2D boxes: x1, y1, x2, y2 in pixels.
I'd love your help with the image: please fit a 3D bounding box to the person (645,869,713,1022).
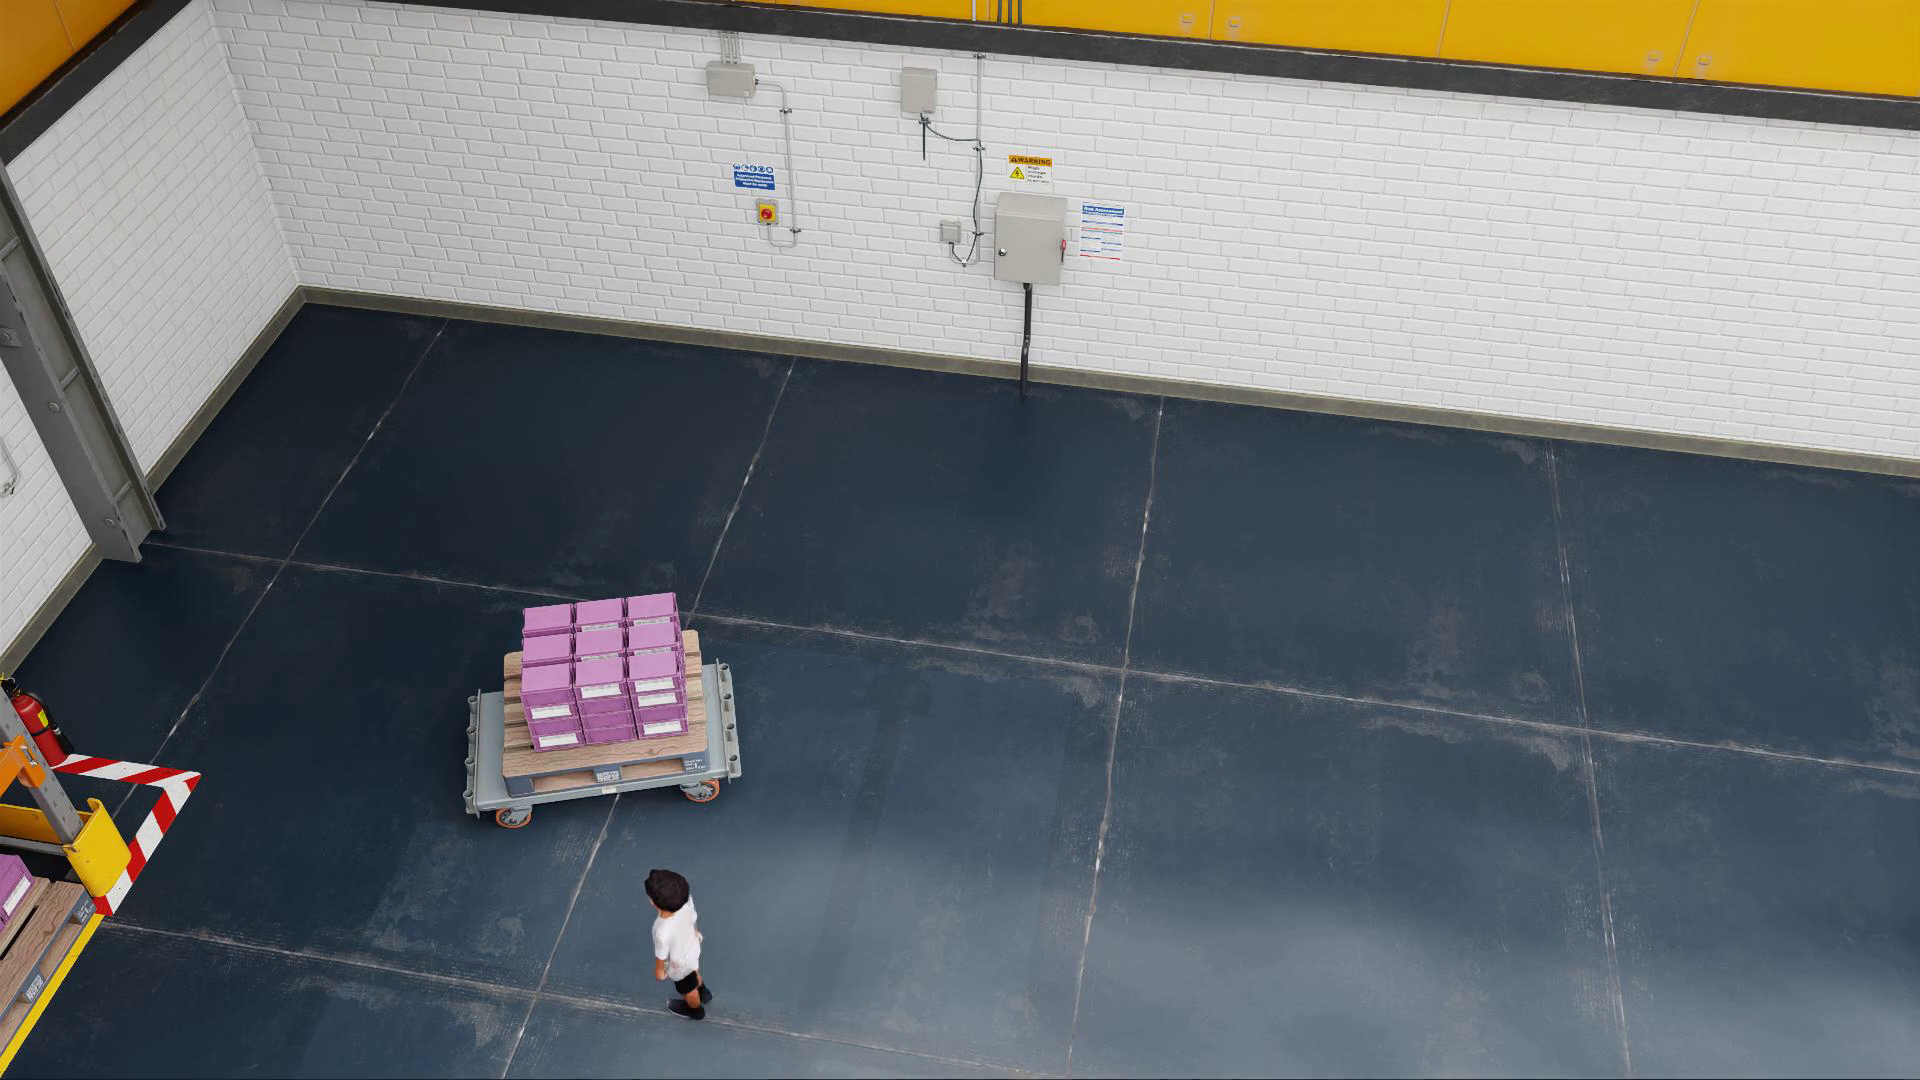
[{"bbox_3d":[-1.435,2.188,8.818,0.562,1.250,0.445,12,45,12],"label":"person"}]
